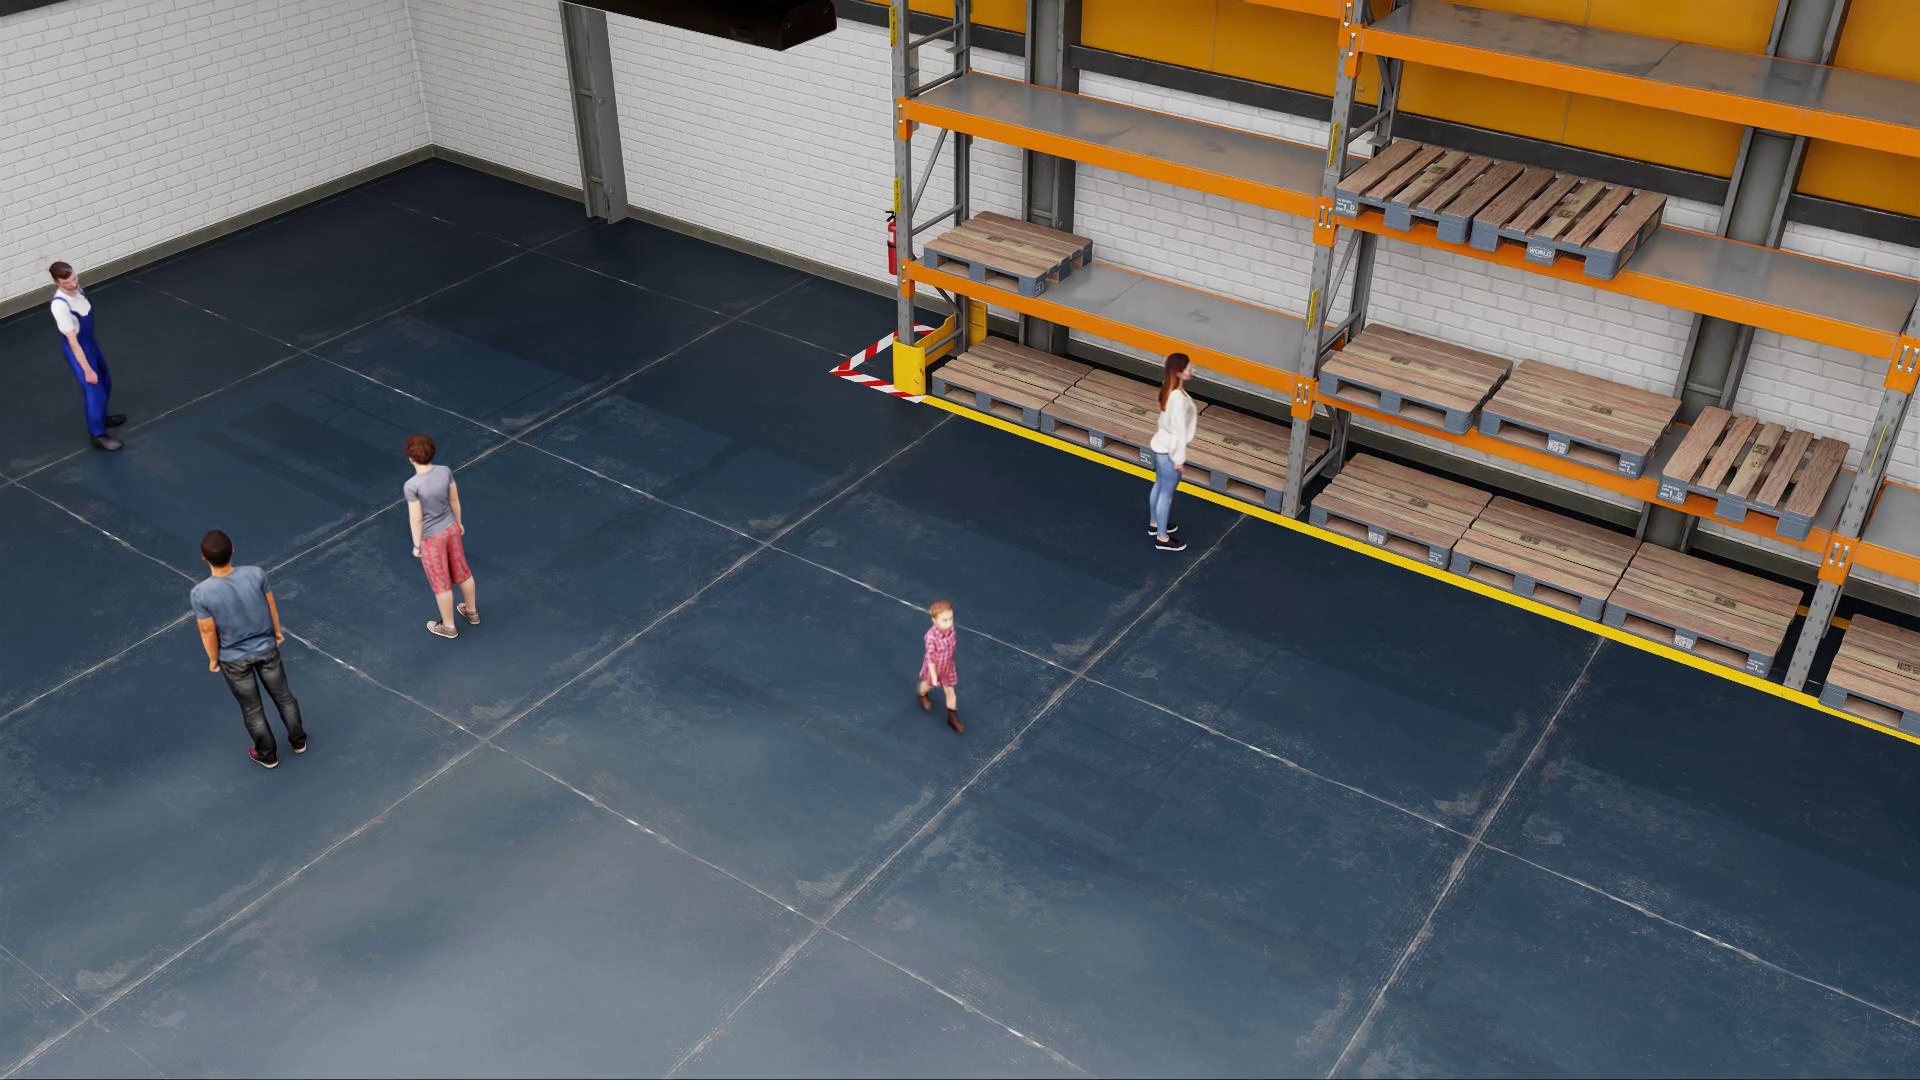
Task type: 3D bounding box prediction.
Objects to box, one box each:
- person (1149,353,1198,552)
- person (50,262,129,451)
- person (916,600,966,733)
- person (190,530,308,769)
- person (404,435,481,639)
[{"bbox_3d":[1.671,-0.718,13.203,0.745,1.691,0.704,-2,34,-3],"label":"person"},{"bbox_3d":[-7.645,-1.613,14.446,0.961,1.804,0.914,-12,35,-17],"label":"person"},{"bbox_3d":[-0.165,0.823,11.492,0.581,1.018,0.780,-21,39,-28],"label":"person"},{"bbox_3d":[-4.681,0.717,10.936,0.706,1.810,0.641,-25,41,-33],"label":"person"},{"bbox_3d":[-3.821,-0.033,12.209,0.532,1.651,0.585,24,40,31],"label":"person"}]
